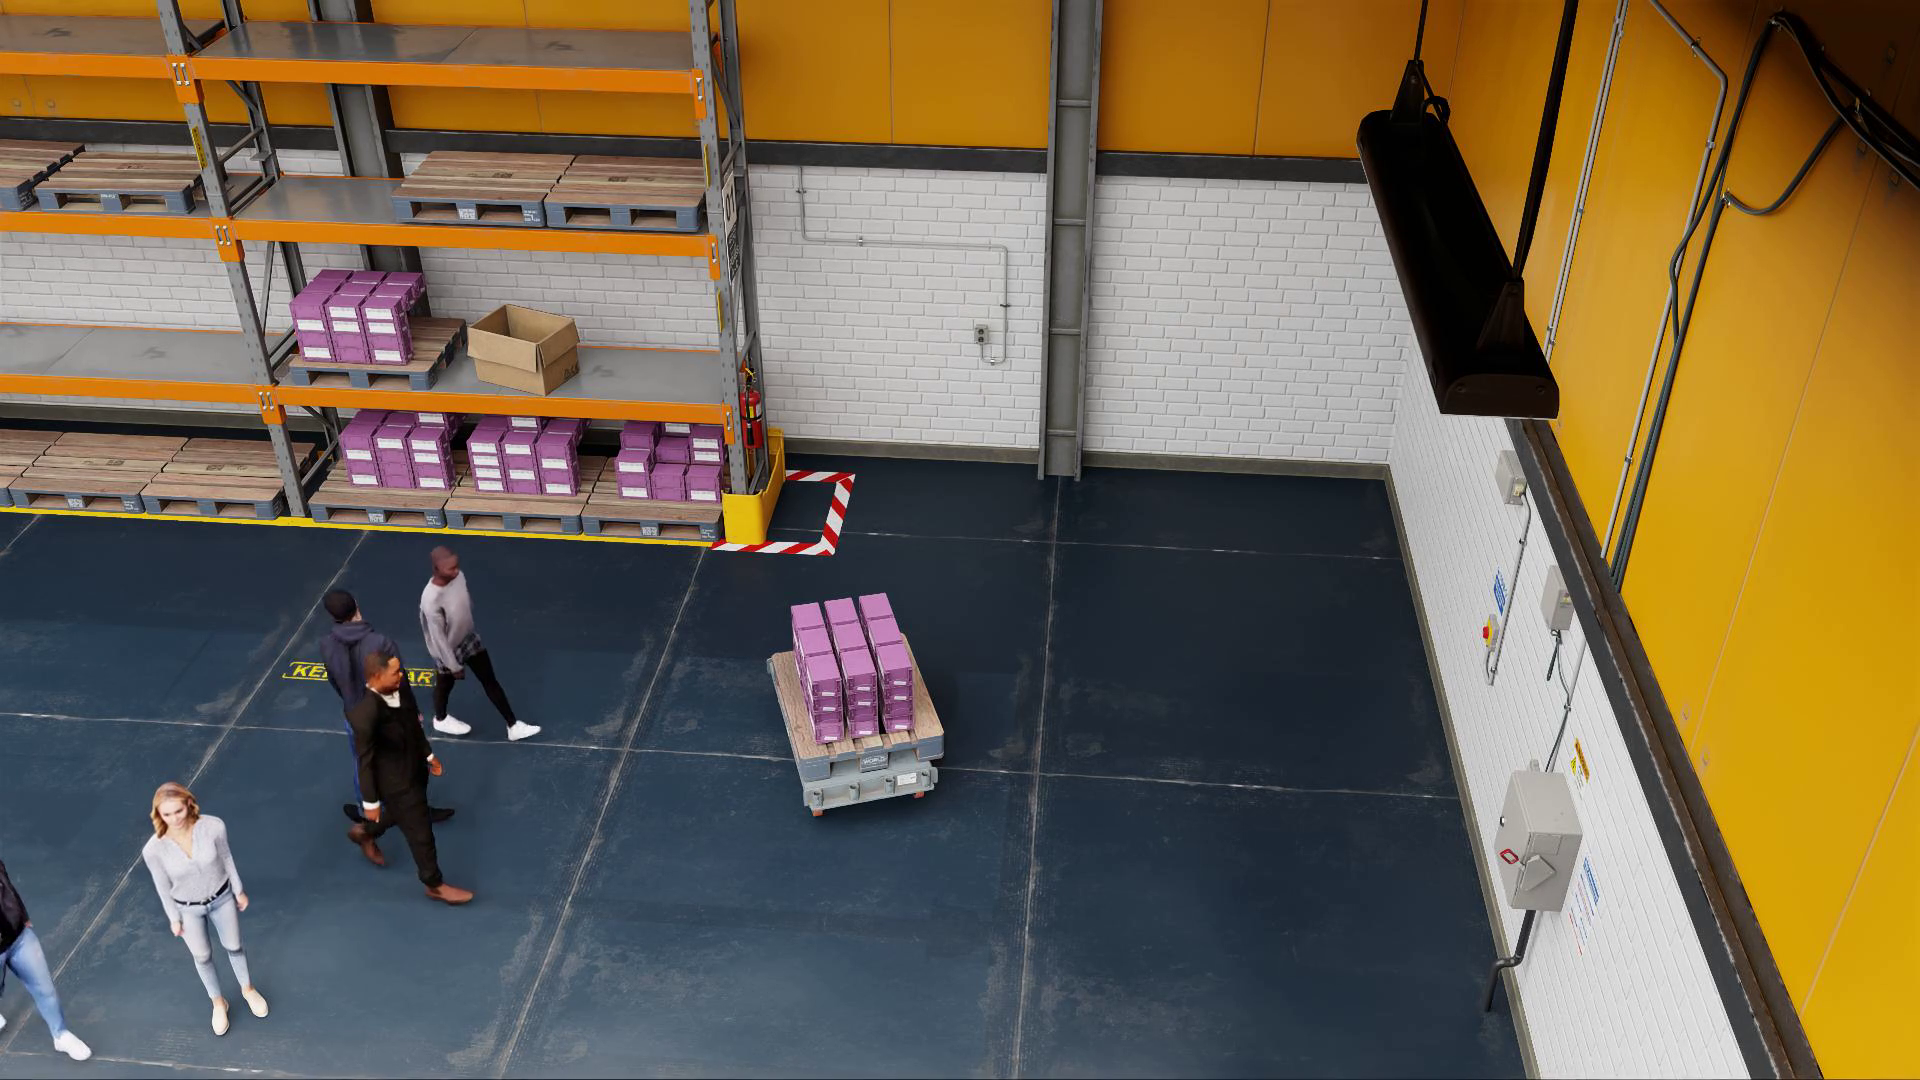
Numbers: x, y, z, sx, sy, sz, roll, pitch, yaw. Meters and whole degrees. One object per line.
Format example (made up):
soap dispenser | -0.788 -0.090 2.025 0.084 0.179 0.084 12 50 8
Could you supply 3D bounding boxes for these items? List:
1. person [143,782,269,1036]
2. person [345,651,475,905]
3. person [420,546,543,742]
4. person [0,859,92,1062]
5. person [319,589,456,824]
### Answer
person | -4.378 2.105 9.638 0.636 1.796 0.724 -19 38 -26
person | -3.619 1.467 10.532 1.193 1.870 0.734 7 34 10
person | -3.665 0.738 11.755 1.194 1.729 0.876 9 35 14
person | -5.545 2.320 9.491 1.180 1.600 0.911 16 37 22
person | -3.827 1.172 10.982 0.531 1.862 0.998 13 36 19
